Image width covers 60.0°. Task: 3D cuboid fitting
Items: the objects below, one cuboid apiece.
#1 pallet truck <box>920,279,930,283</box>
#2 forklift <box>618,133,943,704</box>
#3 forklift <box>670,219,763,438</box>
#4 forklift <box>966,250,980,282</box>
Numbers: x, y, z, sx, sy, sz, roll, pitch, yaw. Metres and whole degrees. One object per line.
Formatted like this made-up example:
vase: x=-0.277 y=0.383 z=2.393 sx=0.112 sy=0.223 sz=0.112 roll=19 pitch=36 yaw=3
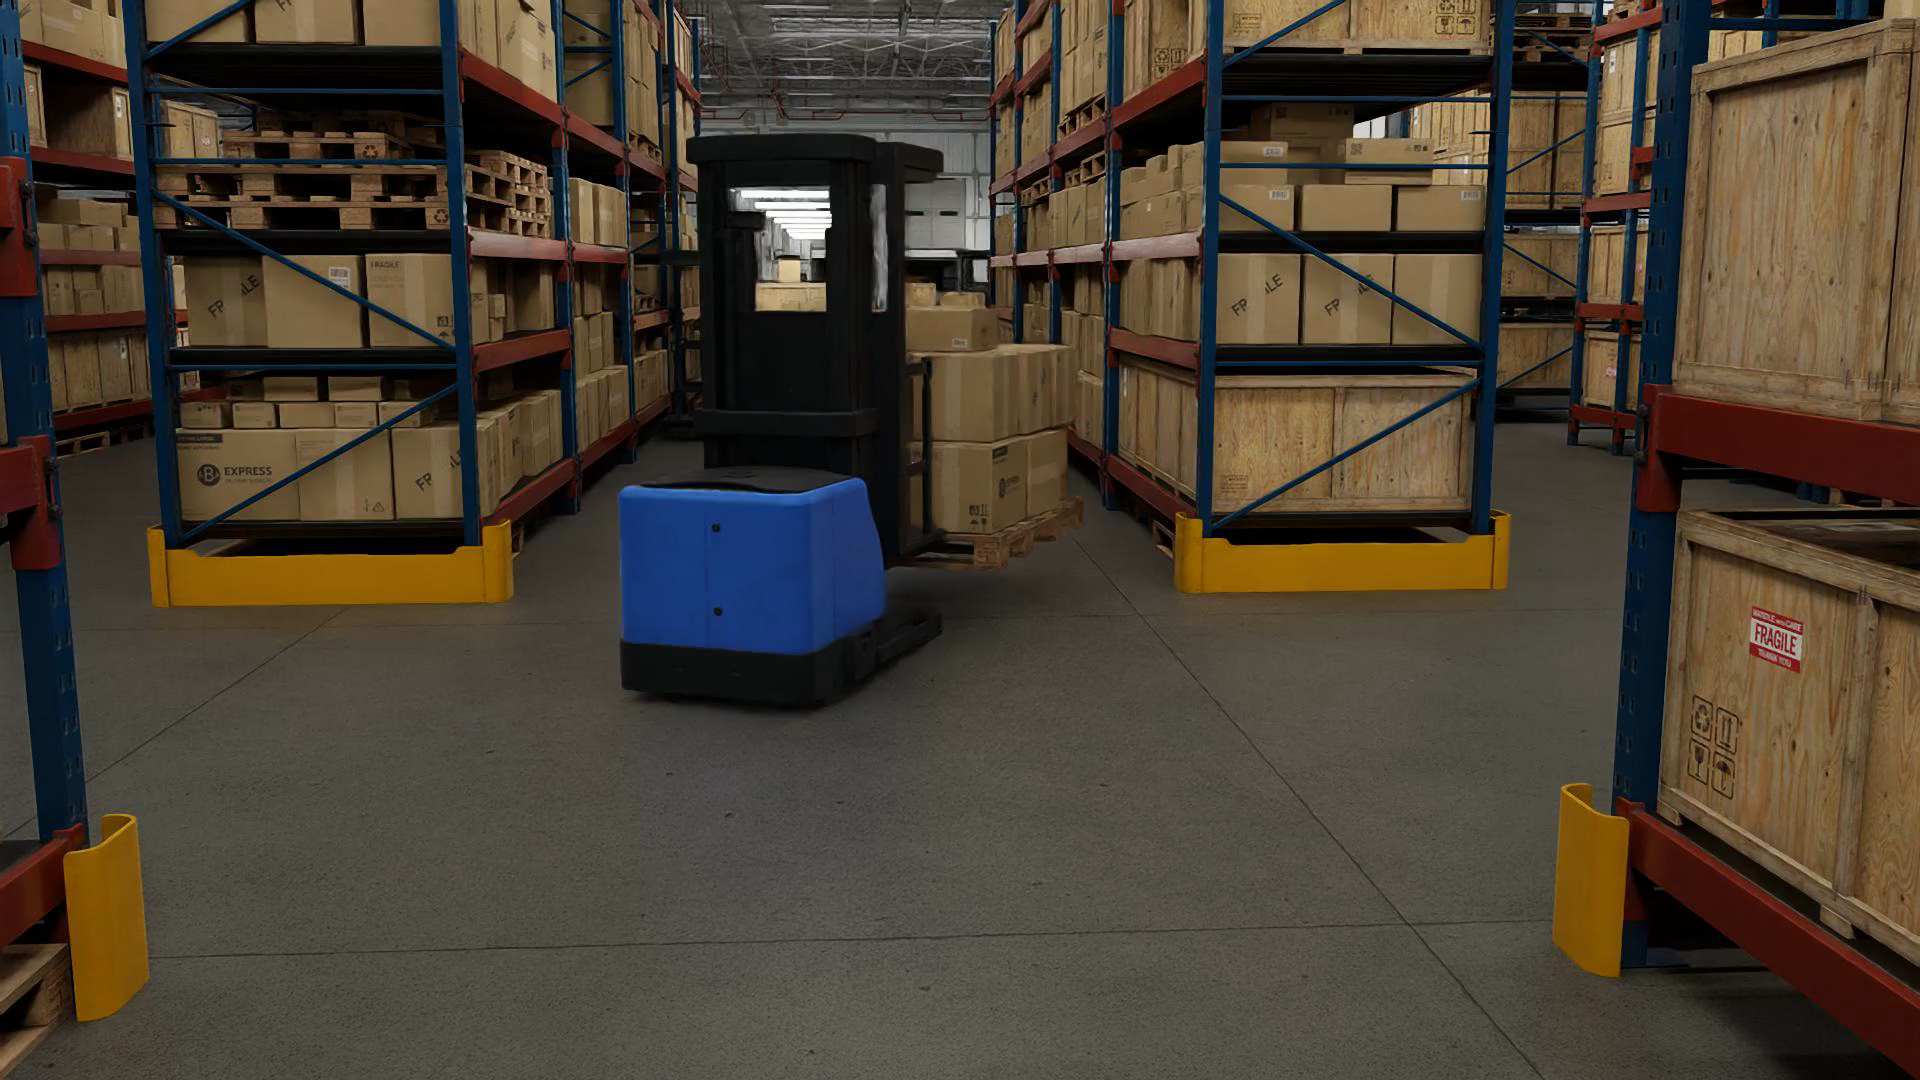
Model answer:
pallet truck: x=-0.932 y=-8.922 z=63.114 sx=1.885 sy=1.965 sz=0.823 roll=2 pitch=9 yaw=13
forklift: x=-0.923 y=-0.701 z=8.733 sx=1.129 sy=2.768 sz=1.873 roll=3 pitch=10 yaw=18
forklift: x=-2.810 y=-2.761 z=21.665 sx=1.873 sy=2.768 sz=1.129 roll=-1 pitch=9 yaw=-4
forklift: x=0.636 y=-6.855 z=47.373 sx=1.129 sy=2.768 sz=1.873 roll=2 pitch=9 yaw=13
